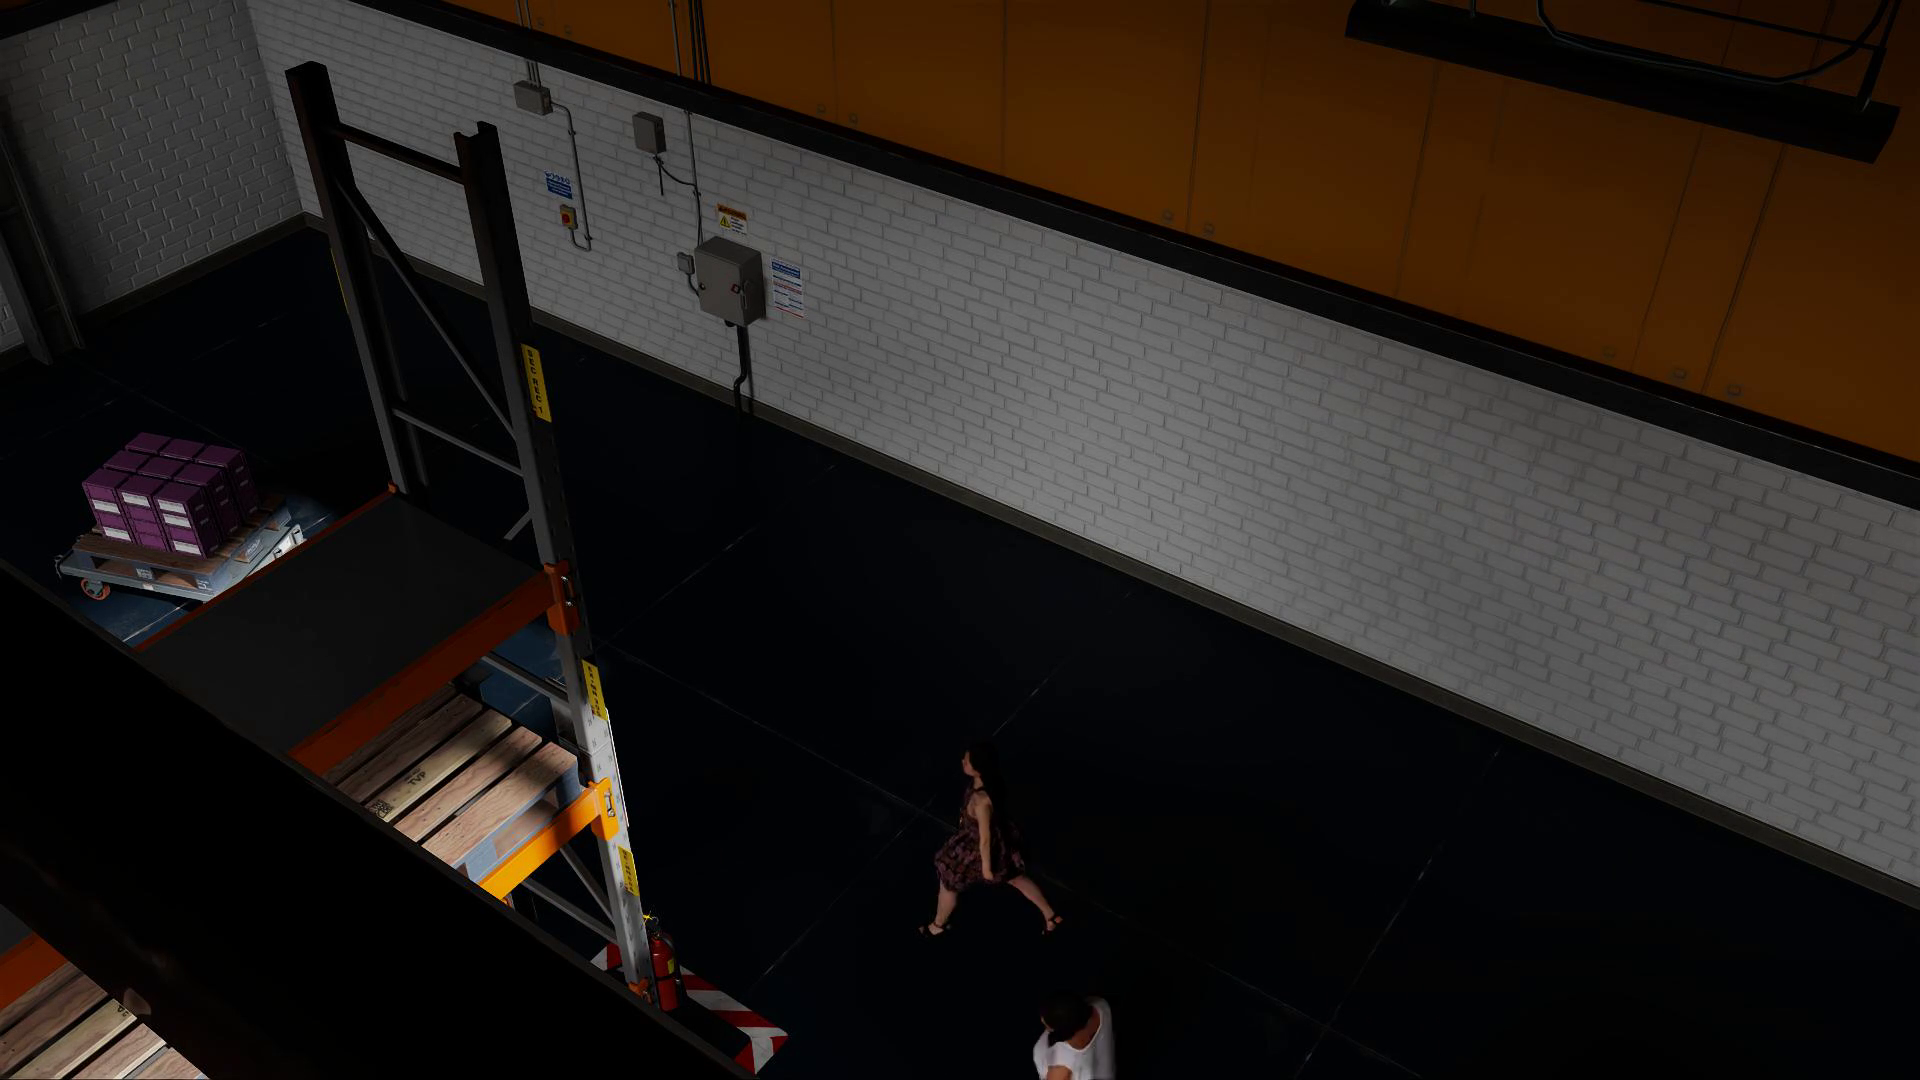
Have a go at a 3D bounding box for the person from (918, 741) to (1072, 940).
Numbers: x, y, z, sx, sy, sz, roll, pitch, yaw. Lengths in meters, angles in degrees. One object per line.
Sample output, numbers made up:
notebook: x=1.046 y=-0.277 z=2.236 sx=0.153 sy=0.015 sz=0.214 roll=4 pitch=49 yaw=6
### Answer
person: x=0.232 y=1.829 z=9.874 sx=1.018 sy=1.733 sz=1.192 roll=7 pitch=39 yaw=8

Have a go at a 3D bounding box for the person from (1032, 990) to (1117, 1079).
person: x=0.593 y=2.853 z=8.642 sx=0.545 sy=1.670 sz=0.749 roll=-27 pitch=46 yaw=-30
